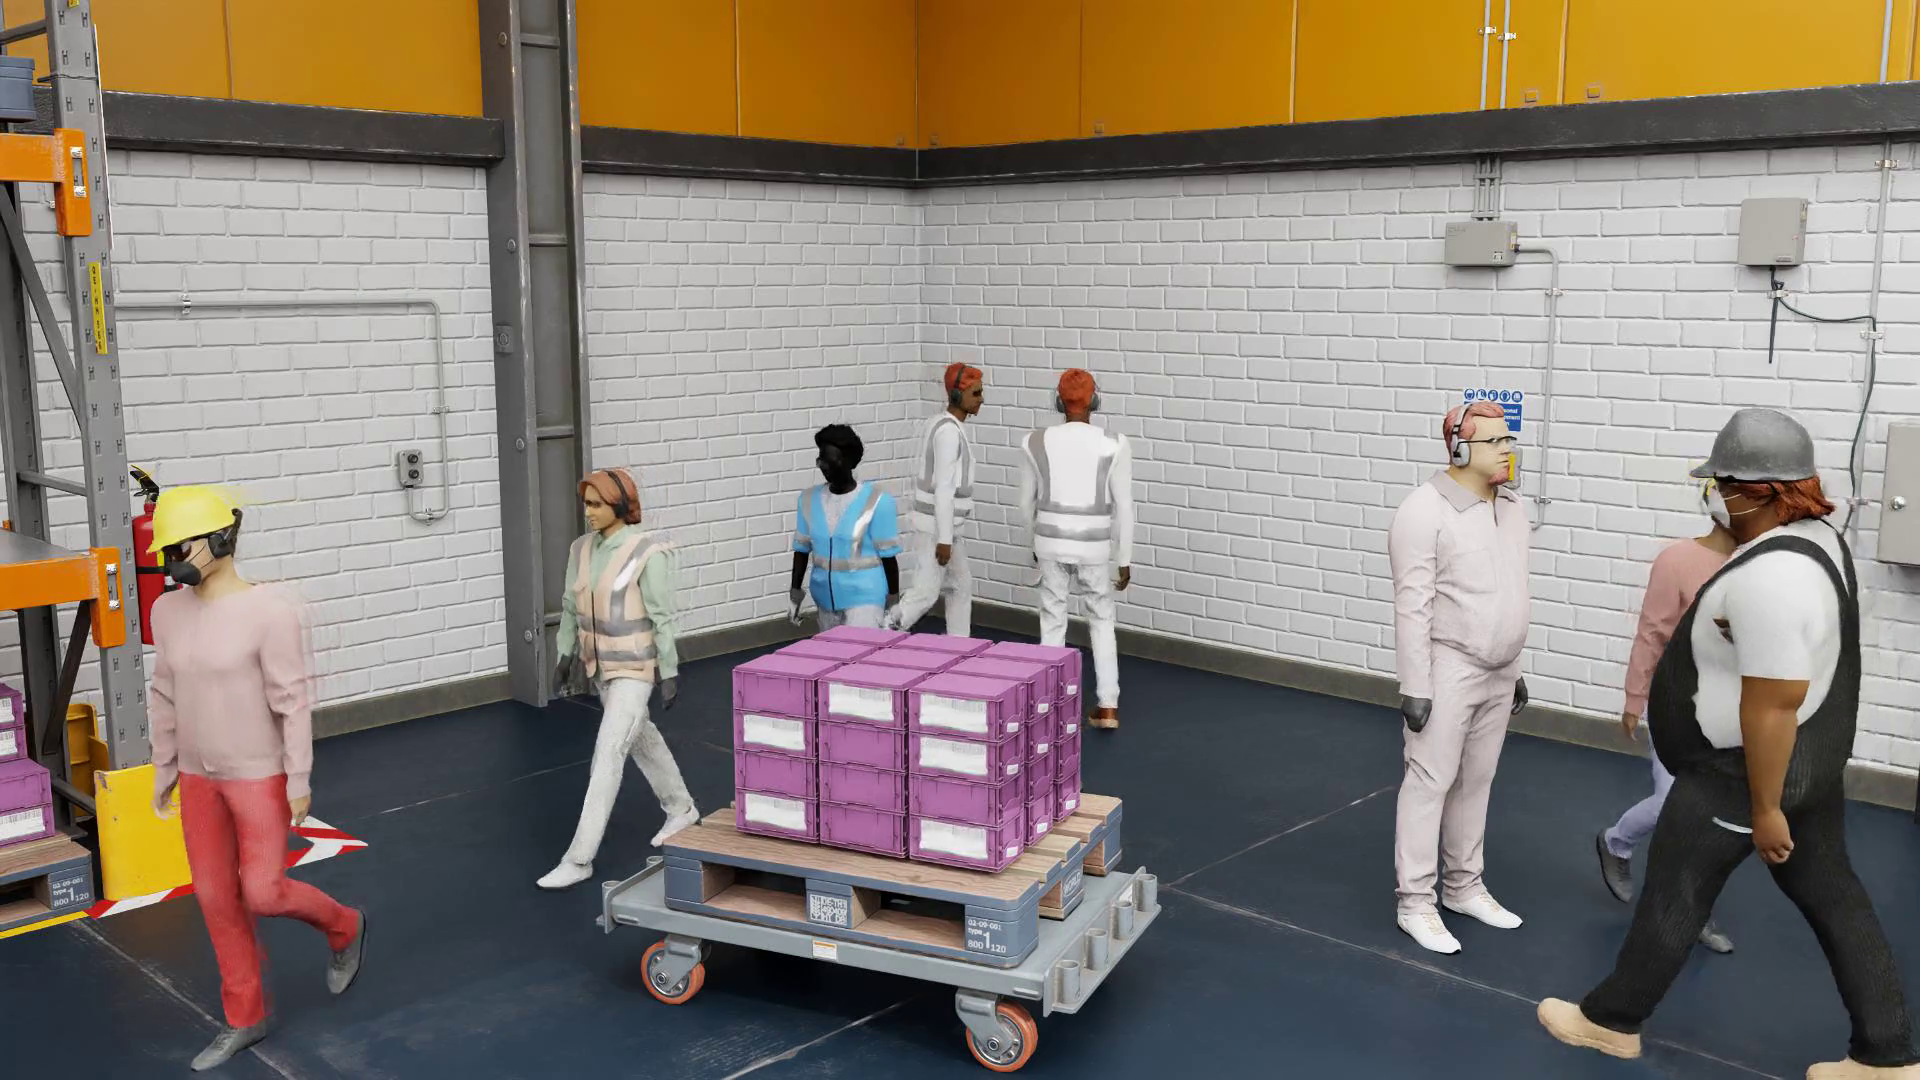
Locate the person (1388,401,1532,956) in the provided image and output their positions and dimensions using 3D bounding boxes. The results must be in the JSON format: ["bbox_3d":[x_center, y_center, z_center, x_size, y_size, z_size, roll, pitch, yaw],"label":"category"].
[{"bbox_3d":[1.782,0.468,5.839,0.641,1.913,0.407,-7,12,-37],"label":"person"}]

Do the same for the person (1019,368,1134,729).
[{"bbox_3d":[0.590,0.068,8.457,0.596,1.866,0.518,2,9,11],"label":"person"}]

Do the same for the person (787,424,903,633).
[{"bbox_3d":[-0.563,0.289,7.725,0.546,1.653,0.807,5,11,29],"label":"person"}]

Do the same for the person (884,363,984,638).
[{"bbox_3d":[-0.204,-0.079,9.406,0.825,1.858,0.614,-1,9,-4],"label":"person"}]

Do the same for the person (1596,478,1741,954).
[{"bbox_3d":[2.561,0.553,5.808,0.561,1.740,0.558,-3,10,-15],"label":"person"}]

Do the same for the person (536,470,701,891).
[{"bbox_3d":[-1.346,0.510,6.561,0.536,1.591,0.876,8,12,39],"label":"person"}]

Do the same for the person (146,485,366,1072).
[{"bbox_3d":[-2.152,0.686,5.040,0.535,1.743,0.528,3,10,18],"label":"person"}]

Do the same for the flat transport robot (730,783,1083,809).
[{"bbox_3d":[-0.220,1.137,6.749,1.431,0.197,0.652,1,9,4],"label":"flat transport robot"}]

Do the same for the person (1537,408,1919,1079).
[{"bbox_3d":[2.297,0.581,4.752,1.041,2.000,0.688,9,13,43],"label":"person"}]
